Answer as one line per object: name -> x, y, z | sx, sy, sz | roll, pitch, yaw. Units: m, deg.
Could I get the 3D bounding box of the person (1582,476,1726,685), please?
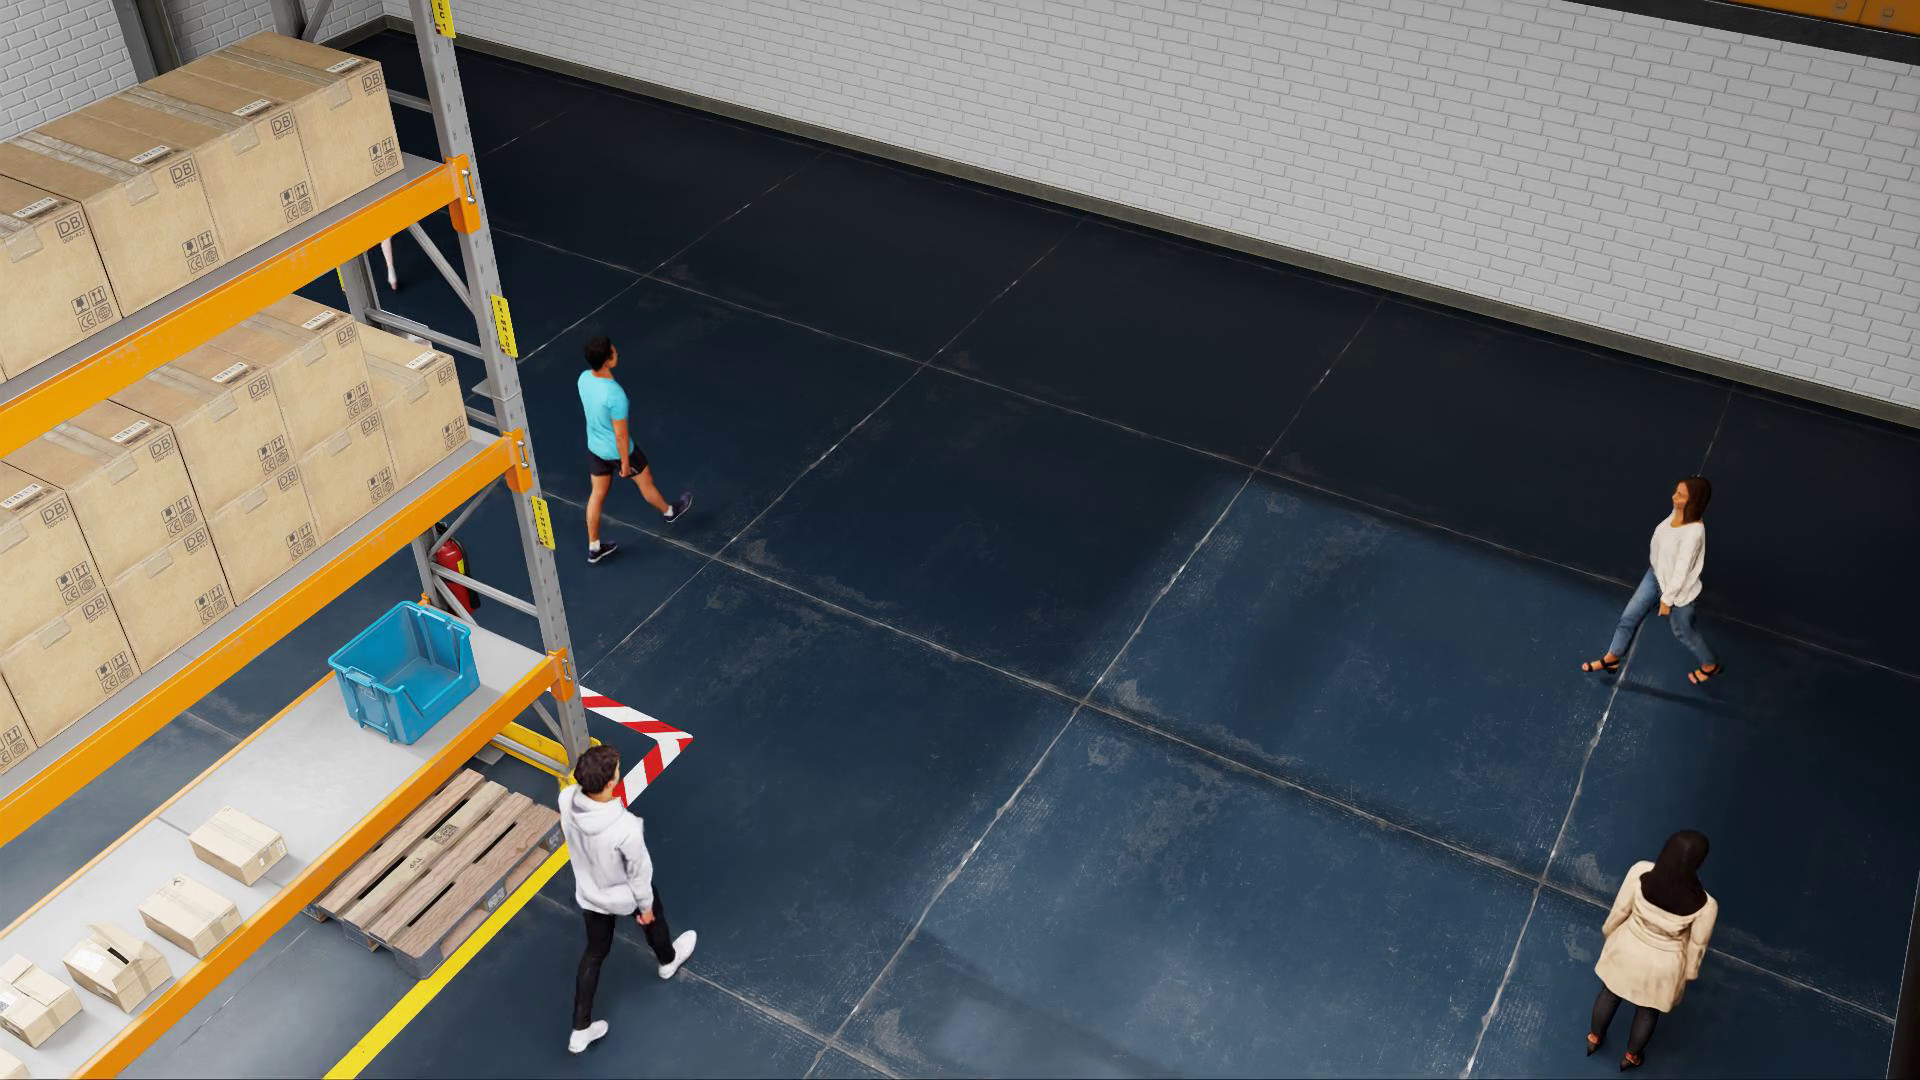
person -> 4.601, 0.310, 10.530 | 0.963, 1.637, 1.125 | 4, 39, 6

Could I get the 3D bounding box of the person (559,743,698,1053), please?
person -> -1.824, 1.822, 8.434 | 0.762, 1.889, 1.223 | 15, 41, 18

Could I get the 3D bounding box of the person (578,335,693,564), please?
person -> -2.503, -0.588, 11.579 | 0.747, 1.731, 1.151 | 27, 46, 30

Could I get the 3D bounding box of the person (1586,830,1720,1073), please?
person -> 3.431, 2.067, 8.295 | 0.681, 1.680, 0.597 | 29, 47, 31
